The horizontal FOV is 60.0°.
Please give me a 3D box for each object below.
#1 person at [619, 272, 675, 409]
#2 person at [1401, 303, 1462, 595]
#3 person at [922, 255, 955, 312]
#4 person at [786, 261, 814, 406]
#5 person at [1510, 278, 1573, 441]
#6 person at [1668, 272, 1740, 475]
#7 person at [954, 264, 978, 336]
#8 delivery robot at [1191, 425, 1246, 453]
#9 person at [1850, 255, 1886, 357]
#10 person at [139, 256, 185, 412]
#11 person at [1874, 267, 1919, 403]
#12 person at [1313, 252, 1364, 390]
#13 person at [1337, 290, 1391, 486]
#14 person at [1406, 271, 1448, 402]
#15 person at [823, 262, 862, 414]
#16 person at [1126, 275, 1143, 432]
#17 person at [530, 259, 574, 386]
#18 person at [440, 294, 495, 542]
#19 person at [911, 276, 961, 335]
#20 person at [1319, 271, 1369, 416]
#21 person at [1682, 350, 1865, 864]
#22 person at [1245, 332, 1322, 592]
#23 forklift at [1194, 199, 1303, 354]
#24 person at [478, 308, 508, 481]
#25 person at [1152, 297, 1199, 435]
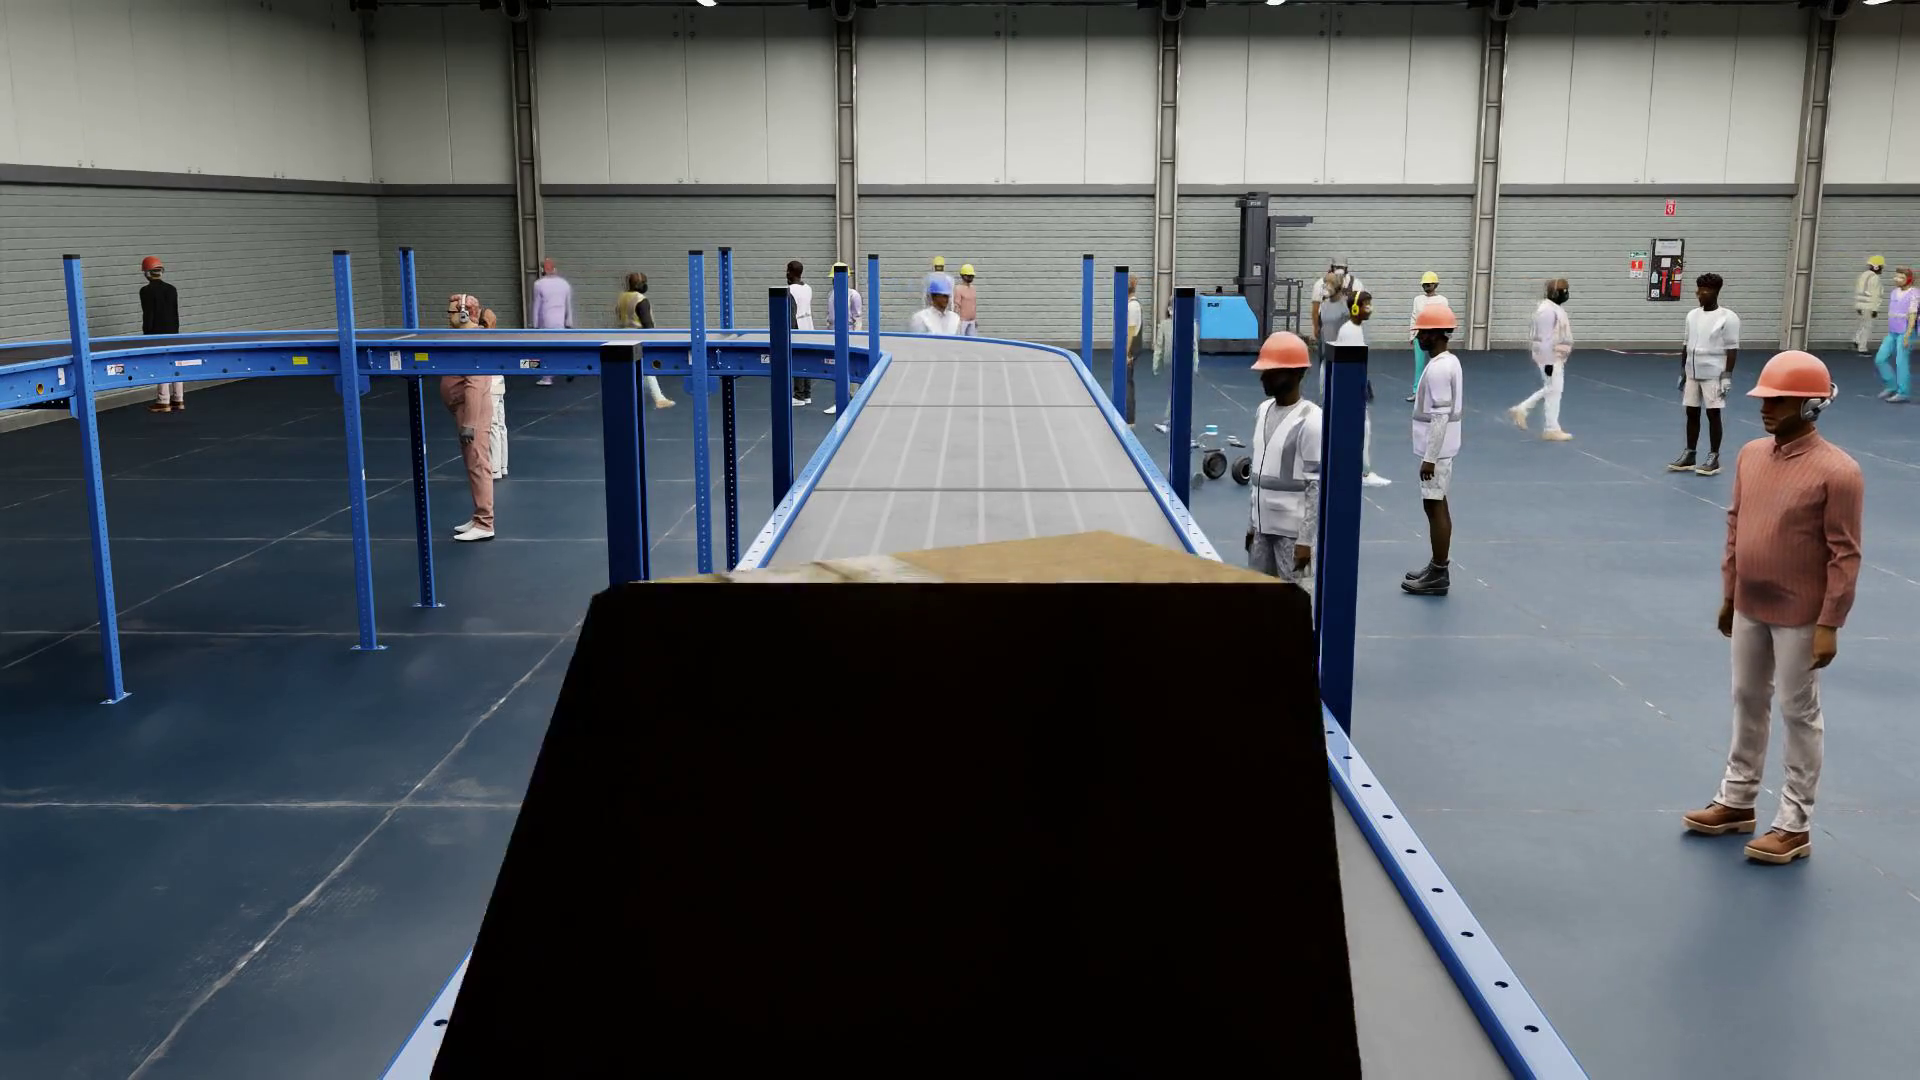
[{"bbox_3d":[-4.188,-2.577,21.617,0.970,1.796,0.644,-7,13,-33],"label":"person"},{"bbox_3d":[3.154,-0.614,11.147,0.373,1.934,0.552,5,12,22],"label":"person"},{"bbox_3d":[-0.373,-4.179,29.788,0.612,1.814,0.713,2,11,10],"label":"person"},{"bbox_3d":[-2.167,-2.770,22.276,0.386,1.918,0.595,4,12,18],"label":"person"},{"bbox_3d":[6.652,-2.059,18.870,0.638,1.825,0.632,6,12,27],"label":"person"},{"bbox_3d":[7.305,-1.633,16.309,0.362,1.963,0.613,-5,12,-25],"label":"person"},{"bbox_3d":[0.110,-3.444,26.134,0.326,1.767,0.533,9,14,38],"label":"person"},{"bbox_3d":[2.379,-0.967,15.726,0.698,0.223,0.335,-7,13,-32],"label":"delivery robot"},{"bbox_3d":[16.379,-4.209,29.930,0.425,1.814,0.618,2,11,8],"label":"person"},{"bbox_3d":[-10.385,-2.672,21.580,0.388,1.990,0.624,3,11,15],"label":"person"},{"bbox_3d":[12.699,-2.773,22.527,0.521,1.825,0.600,0,11,-2],"label":"person"},{"bbox_3d":[5.274,-2.994,23.224,0.693,2.000,0.536,2,11,10],"label":"person"},{"bbox_3d":[3.611,-1.445,15.715,0.903,1.833,0.520,4,12,18],"label":"person"},{"bbox_3d":[6.347,-2.754,22.588,0.532,1.768,0.311,10,15,42],"label":"person"},{"bbox_3d":[-1.493,-2.544,21.087,0.593,1.928,0.362,10,15,43],"label":"person"},{"bbox_3d":[1.975,-2.203,19.586,0.357,1.834,0.527,1,11,6],"label":"person"},{"bbox_3d":[-6.046,-3.220,24.692,0.591,1.885,0.663,9,14,40],"label":"person"},{"bbox_3d":[-3.834,-0.956,12.988,0.409,1.909,0.642,-3,11,-14],"label":"person"},{"bbox_3d":[-0.267,-1.701,16.785,0.616,1.922,0.881,-7,13,-33],"label":"person"},{"bbox_3d":[4.228,-1.992,18.285,0.644,1.917,0.649,-4,12,-20],"label":"person"},{"bbox_3d":[3.206,0.257,6.522,0.392,1.995,0.612,-3,11,-16],"label":"person"},{"bbox_3d":[1.611,-0.076,8.401,0.382,1.935,0.554,-5,12,-25],"label":"person"},{"bbox_3d":[5.313,-4.851,30.603,1.873,2.768,1.129,0,11,1],"label":"forklift"},{"bbox_3d":[-4.499,-1.389,15.897,0.307,1.641,0.514,0,11,1],"label":"person"},{"bbox_3d":[2.455,-2.010,19.197,0.522,1.584,0.867,9,14,40],"label":"person"}]
